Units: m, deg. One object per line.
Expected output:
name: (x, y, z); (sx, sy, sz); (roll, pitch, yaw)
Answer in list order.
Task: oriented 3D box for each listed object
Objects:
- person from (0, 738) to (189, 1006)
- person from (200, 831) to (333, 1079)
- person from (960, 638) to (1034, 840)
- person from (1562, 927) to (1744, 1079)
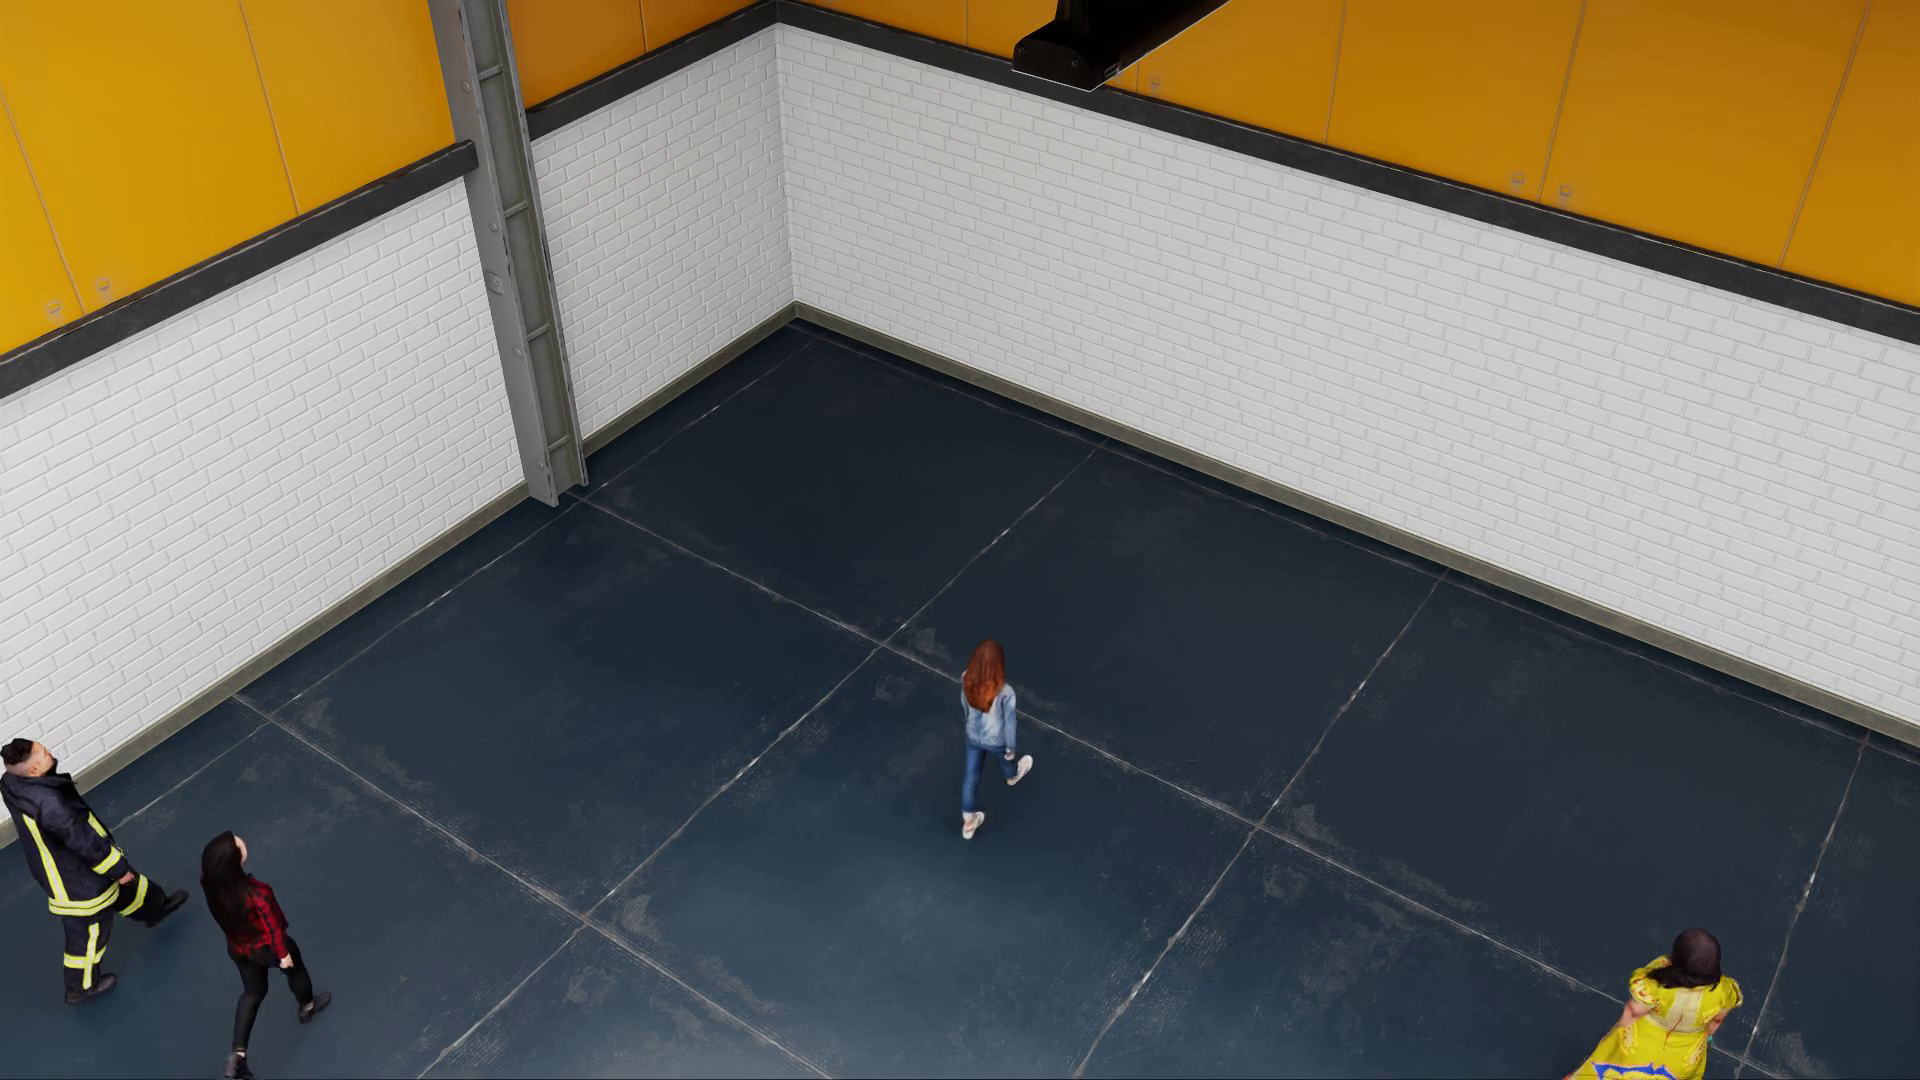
person: (-4.941, 1.812, 9.151); (0.814, 1.820, 1.120); (27, 46, 30)
person: (-3.773, 2.208, 8.806); (0.759, 1.632, 1.054); (13, 40, 16)
person: (0.131, 1.241, 10.166); (0.640, 1.446, 0.970); (20, 43, 24)
person: (3.519, 2.528, 8.385); (0.970, 1.657, 0.958); (10, 40, 12)
